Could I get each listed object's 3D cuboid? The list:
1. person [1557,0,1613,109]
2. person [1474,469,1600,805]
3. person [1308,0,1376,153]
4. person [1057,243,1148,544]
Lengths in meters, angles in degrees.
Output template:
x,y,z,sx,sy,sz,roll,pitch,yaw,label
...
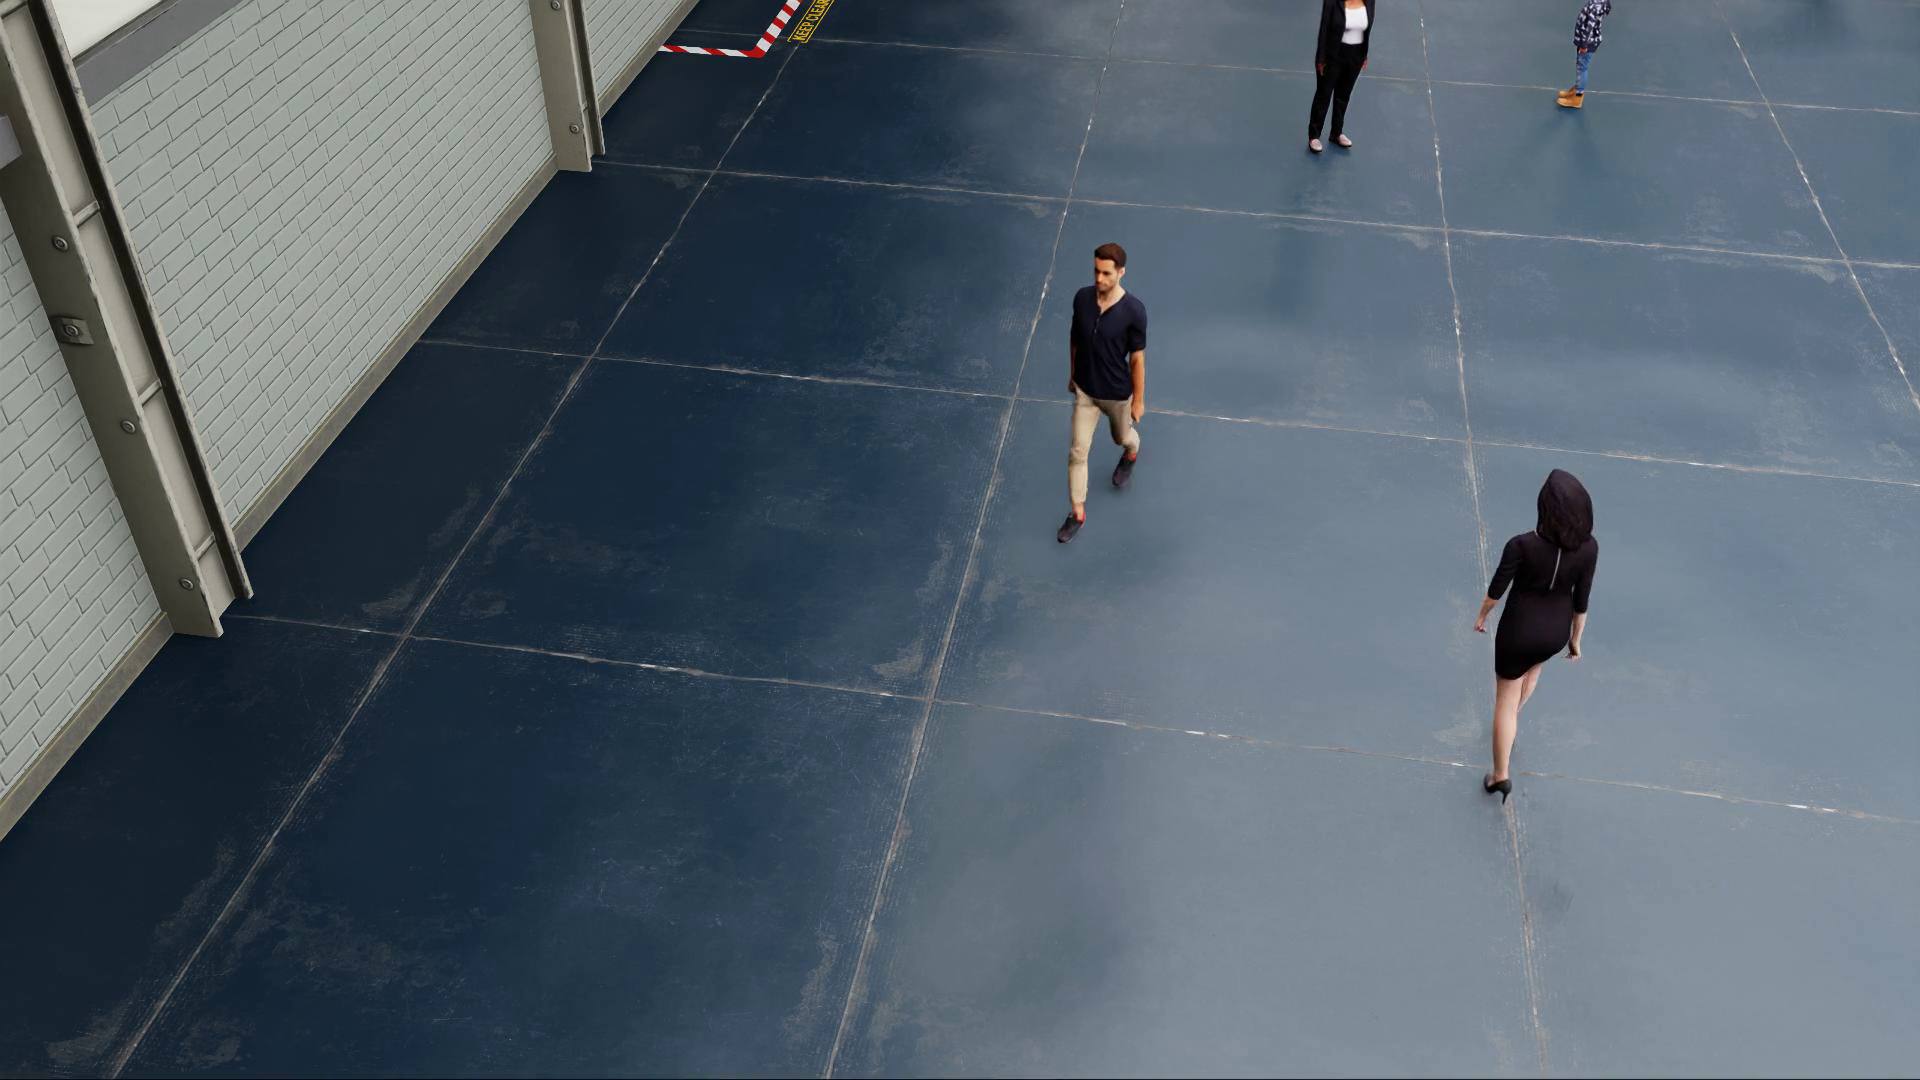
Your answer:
x,y,z,sx,sy,sz,roll,pitch,yaw,label
5.556,-4.455,14.689,0.573,1.252,0.459,11,39,14,person
2.726,0.537,7.883,0.707,1.777,0.905,0,38,-1,person
3.178,-4.053,13.880,0.760,1.616,0.788,-13,40,-16,person
0.881,-0.920,9.713,0.895,1.817,1.255,17,41,21,person
